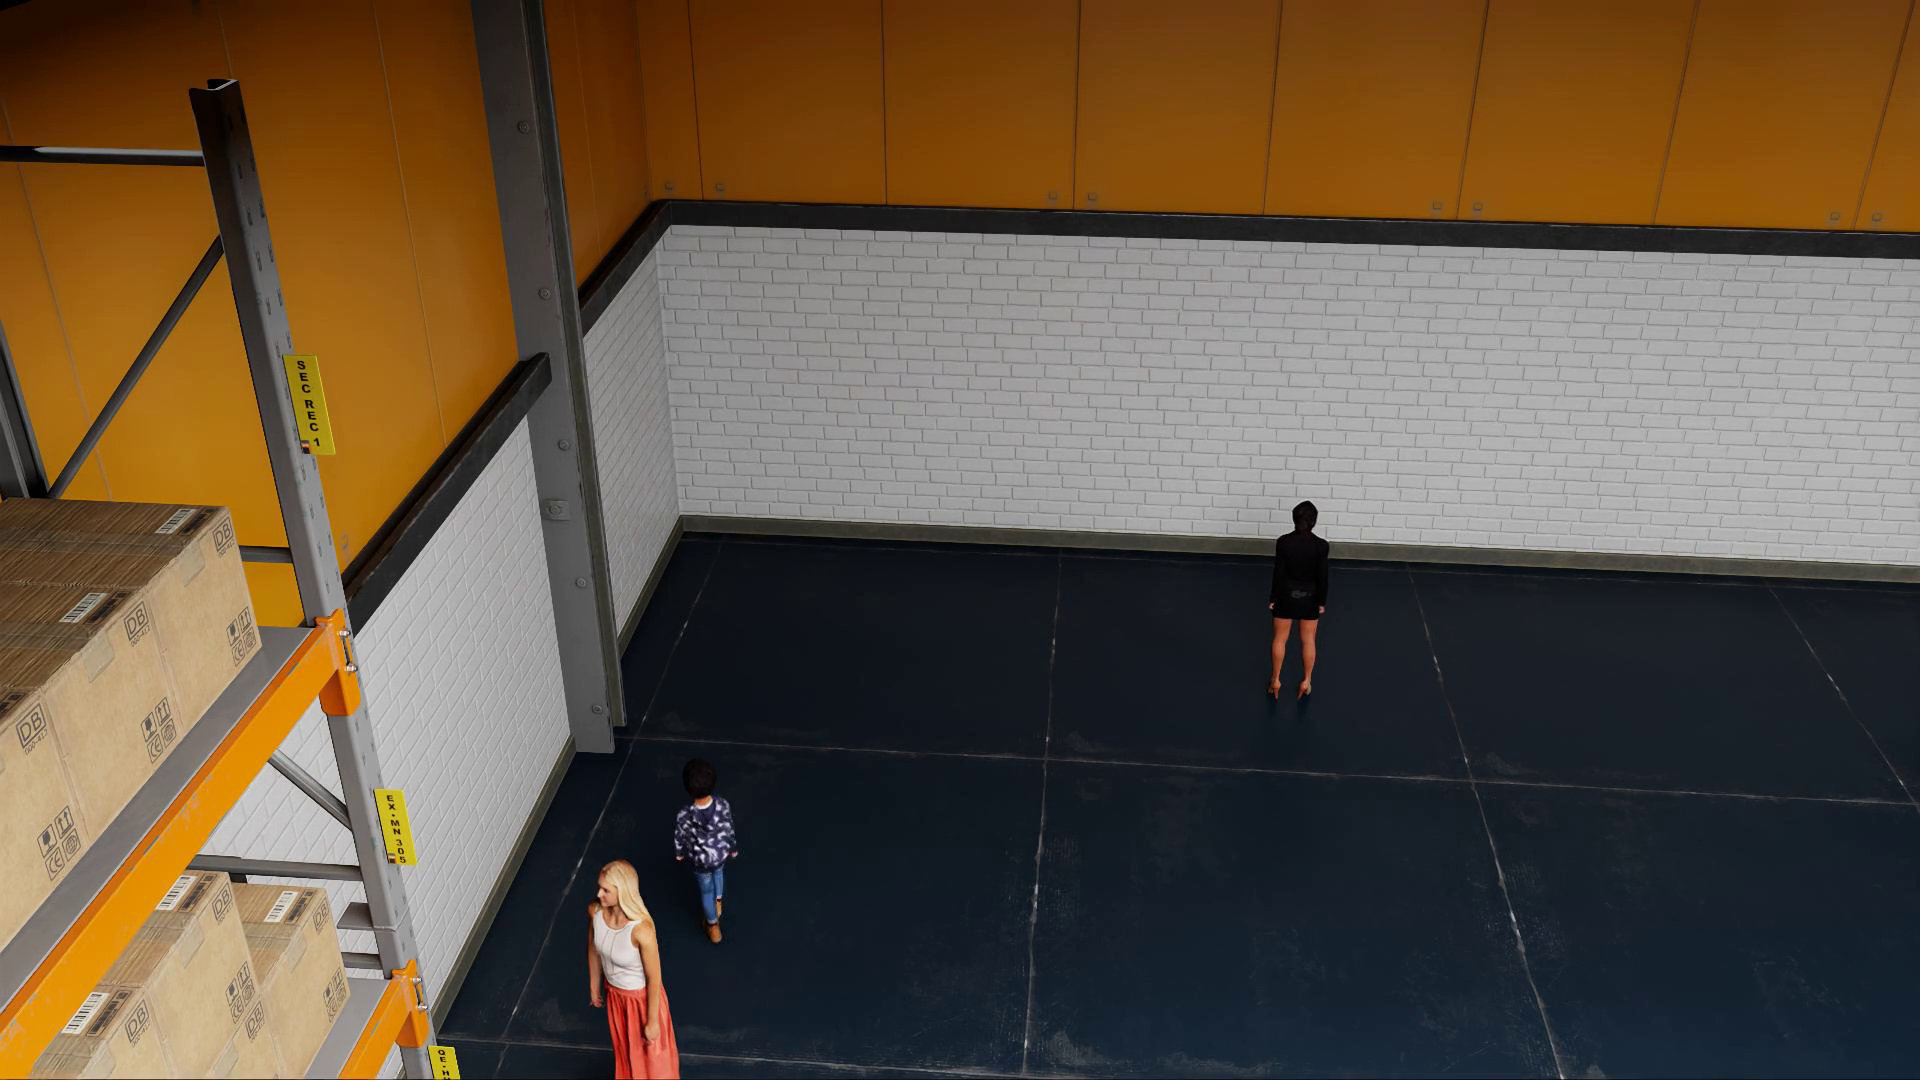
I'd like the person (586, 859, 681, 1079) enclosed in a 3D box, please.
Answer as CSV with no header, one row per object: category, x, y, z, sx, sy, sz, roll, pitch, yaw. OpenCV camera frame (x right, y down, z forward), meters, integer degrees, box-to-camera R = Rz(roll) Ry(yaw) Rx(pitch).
person,-1.682,2.371,8.571,0.728,1.803,0.749,20,34,32

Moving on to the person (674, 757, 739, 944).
person,-1.510,1.895,10.036,0.681,1.236,0.764,-14,32,-24

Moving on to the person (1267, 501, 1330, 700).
person,2.488,0.452,12.260,0.575,1.639,0.626,4,29,8
